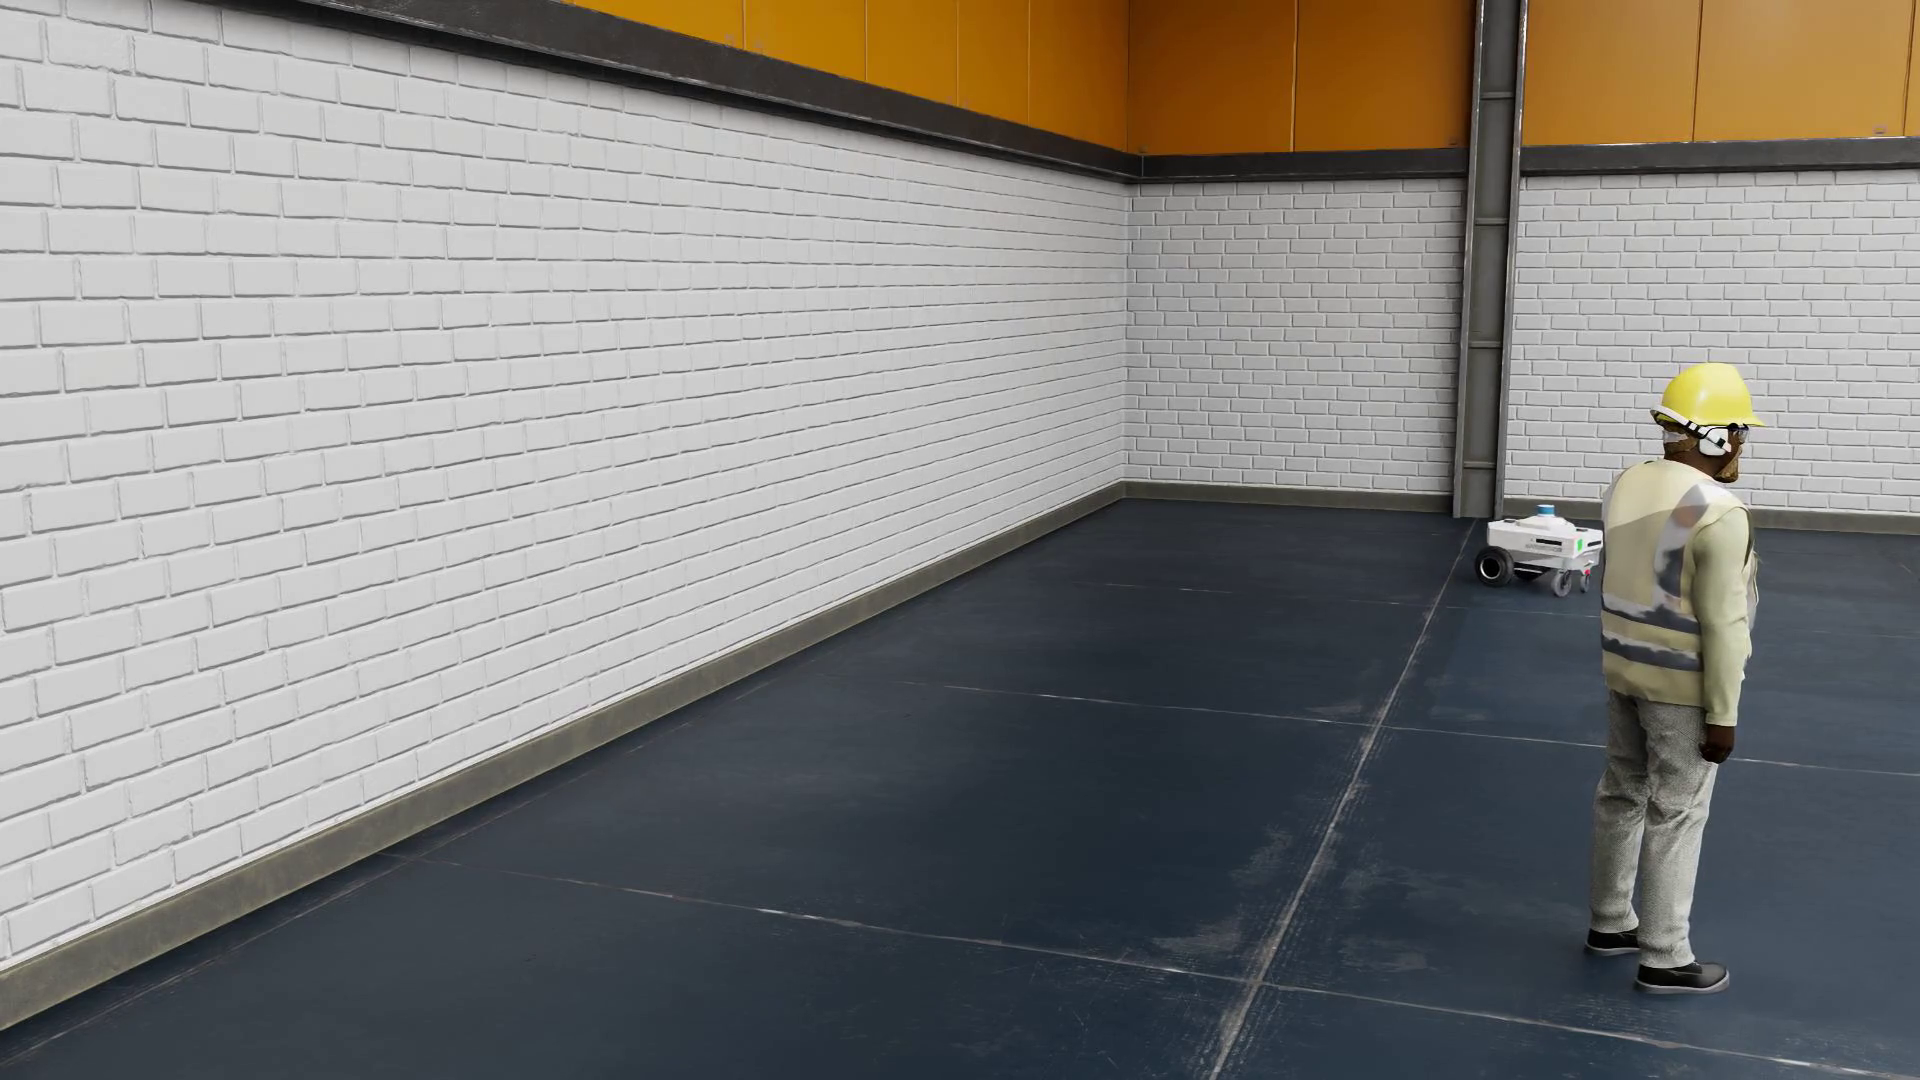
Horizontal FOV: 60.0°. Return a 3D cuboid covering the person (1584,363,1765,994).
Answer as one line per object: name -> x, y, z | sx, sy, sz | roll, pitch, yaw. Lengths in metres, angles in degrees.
person -> 2.079, 0.401, 4.834 | 0.403, 1.825, 0.592 | -2, 9, -11

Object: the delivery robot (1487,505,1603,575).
delivery robot -> 3.849, 0.010, 10.949 | 0.477, 0.478, 0.707 | -8, 12, -41
